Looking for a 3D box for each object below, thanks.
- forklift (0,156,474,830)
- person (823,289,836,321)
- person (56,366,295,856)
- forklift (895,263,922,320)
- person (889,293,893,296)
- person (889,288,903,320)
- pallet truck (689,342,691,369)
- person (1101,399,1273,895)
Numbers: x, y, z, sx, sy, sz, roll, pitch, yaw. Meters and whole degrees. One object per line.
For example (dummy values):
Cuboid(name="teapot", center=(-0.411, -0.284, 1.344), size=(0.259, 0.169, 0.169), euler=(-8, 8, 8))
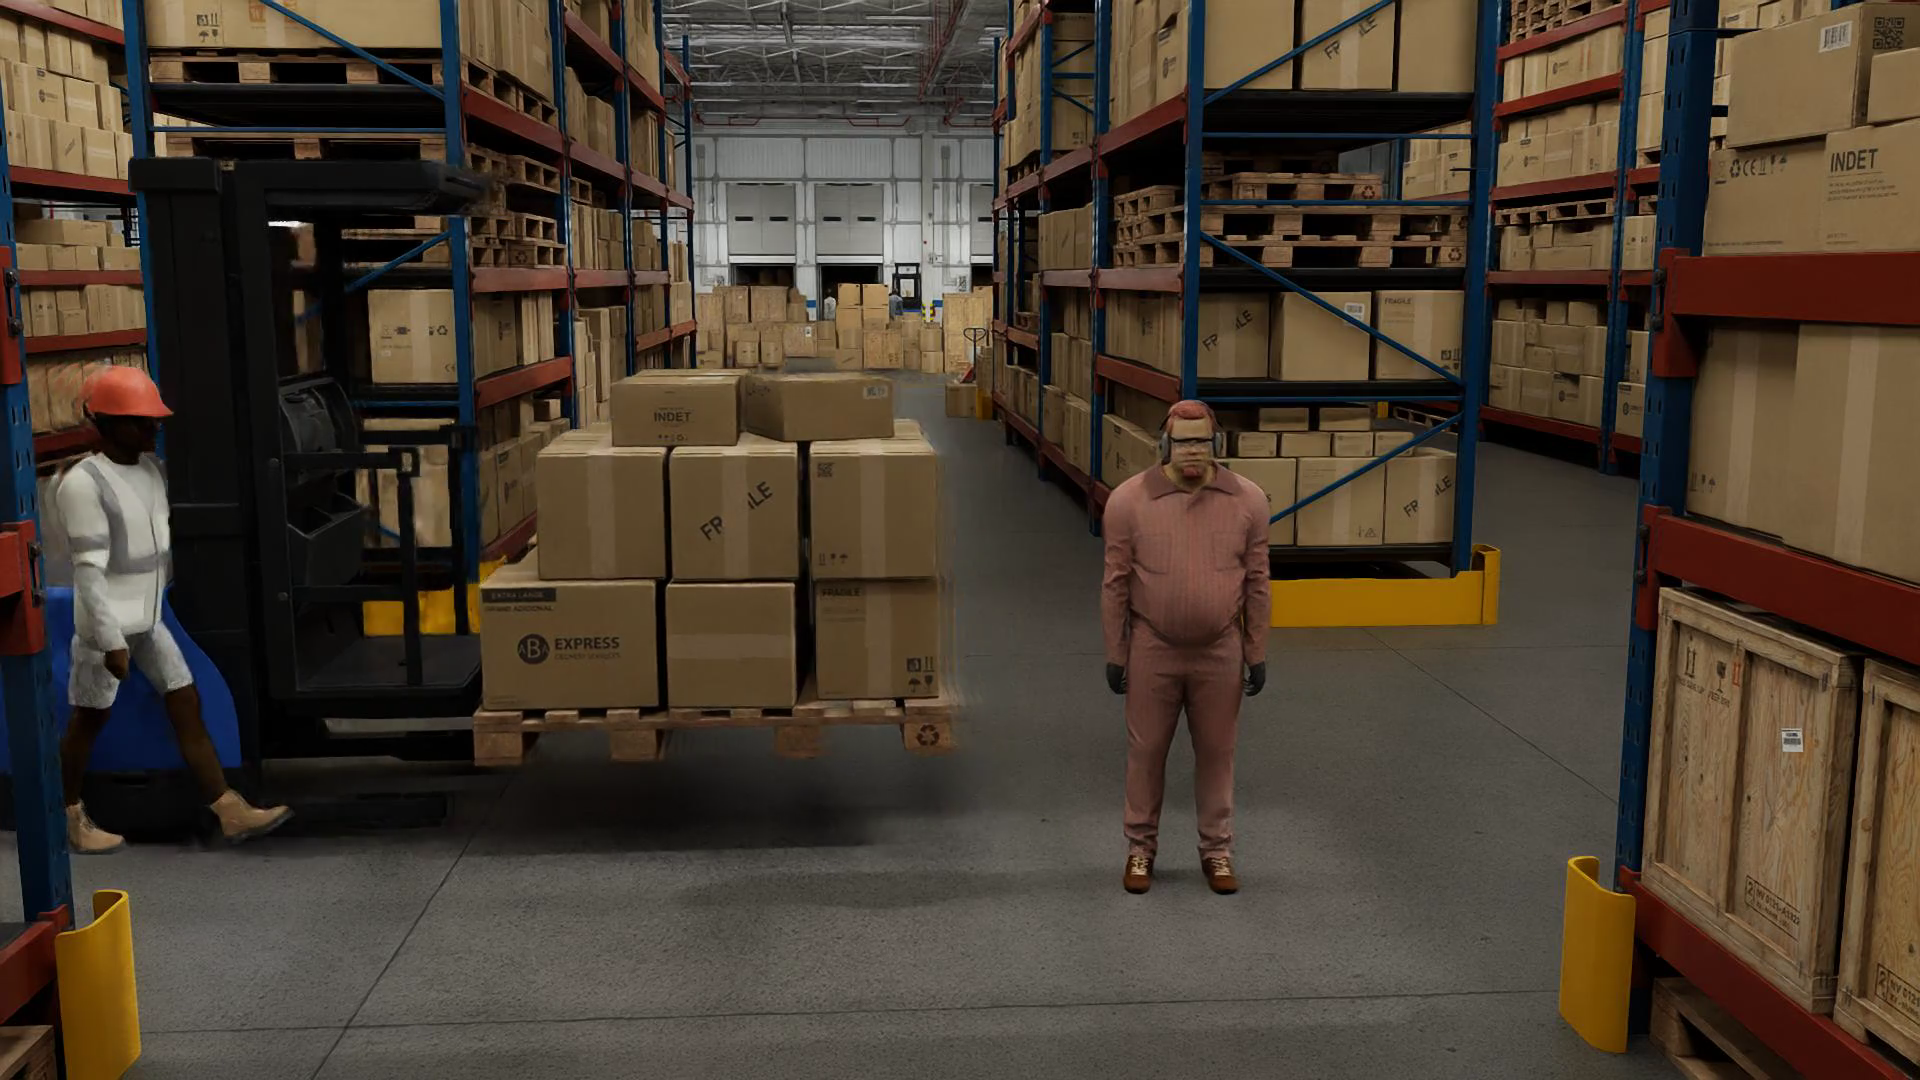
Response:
Cuboid(name="forklift", center=(-3.161, -0.223, 7.228), size=(1.873, 2.768, 1.129), euler=(-1, 9, -5))
Cuboid(name="person", center=(-4.068, -6.849, 51.790), size=(0.352, 1.936, 0.635), euler=(4, 10, 24))
Cuboid(name="person", center=(-3.266, 0.311, 6.663), size=(1.031, 1.985, 0.633), euler=(1, 9, 9))
Cuboid(name="forklift", center=(-1.980, -9.006, 62.380), size=(1.129, 2.768, 1.873), euler=(-1, 9, -4))
Cuboid(name="person", center=(-2.543, -8.446, 62.598), size=(0.563, 1.687, 0.322), euler=(-1, 9, -6))
Cuboid(name="person", center=(-2.276, -7.794, 57.774), size=(0.633, 1.928, 0.391), euler=(3, 9, 16))
Cuboid(name="pallet truck", center=(-5.225, -3.008, 27.480), size=(1.885, 1.965, 0.823), euler=(2, 9, 14))
Cuboid(name="person", center=(0.863, 0.414, 6.317), size=(0.648, 1.900, 0.398), euler=(0, 9, 1))
